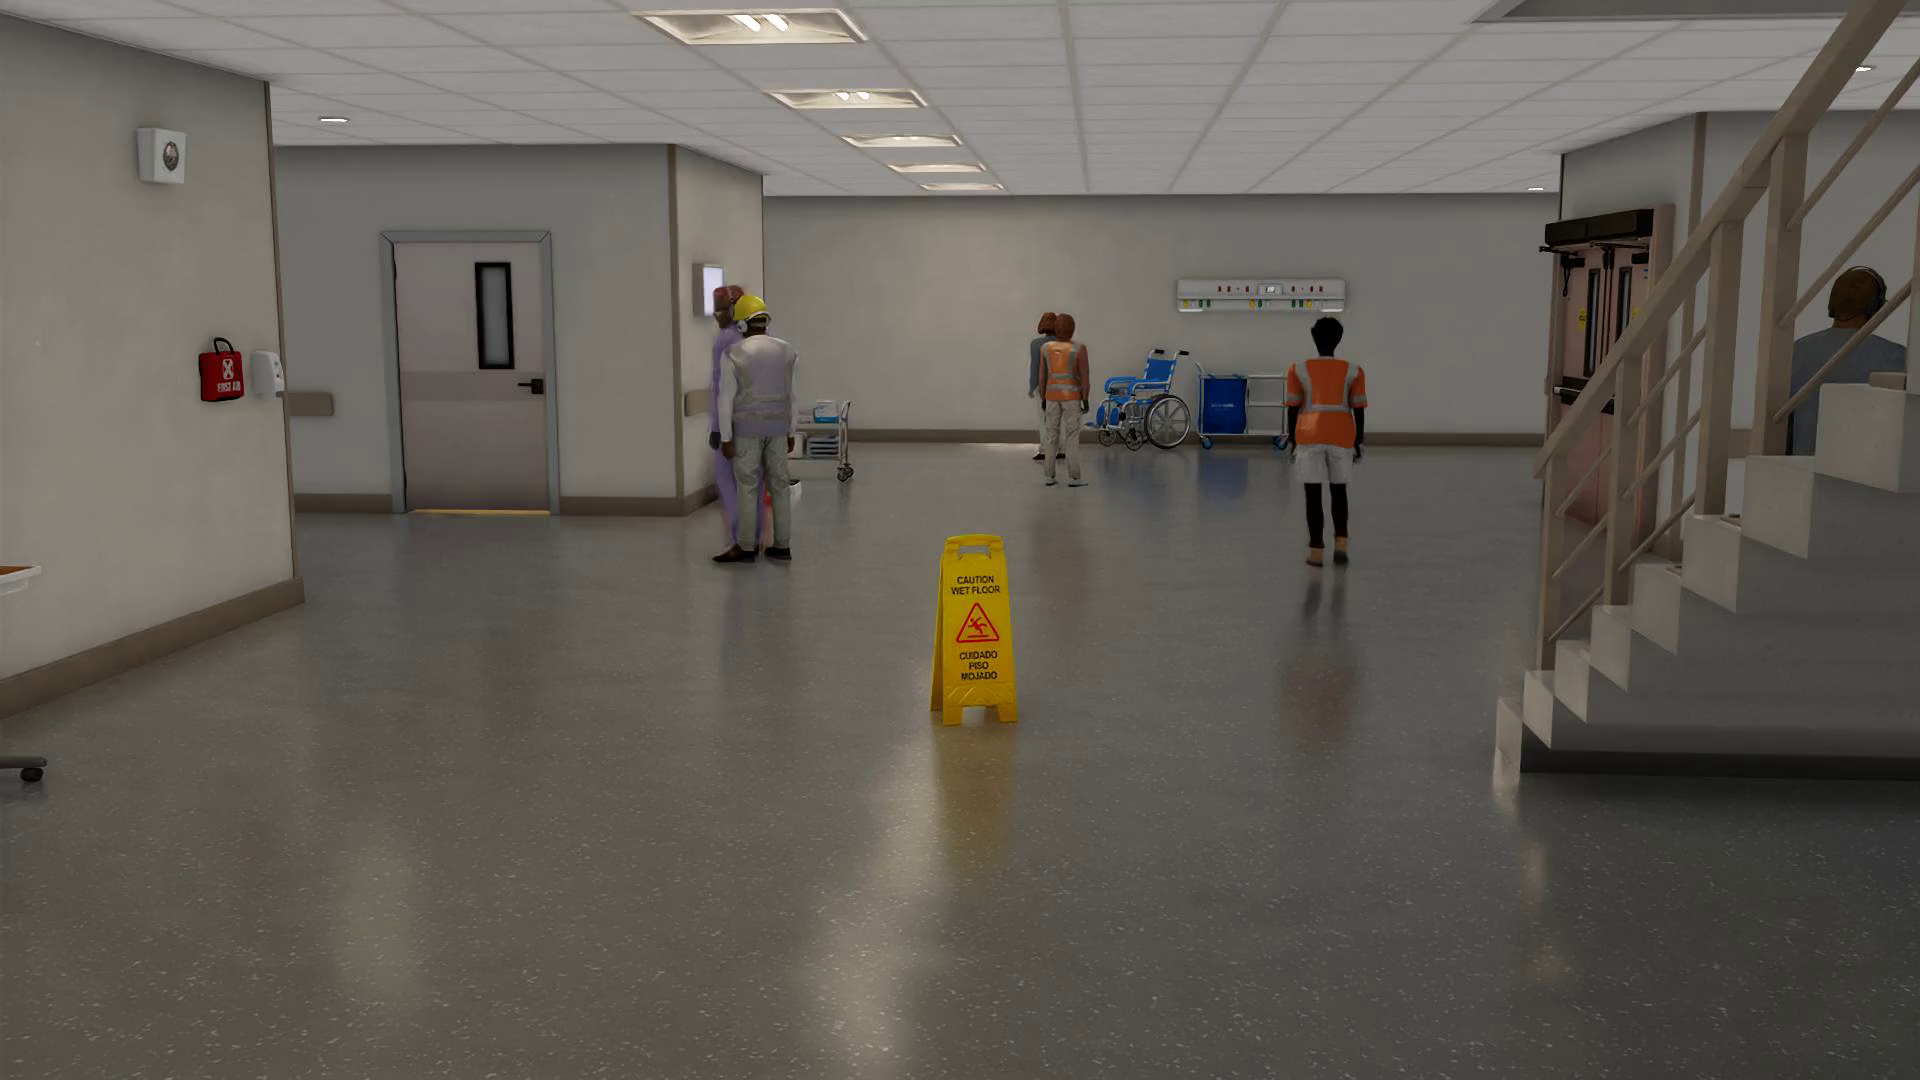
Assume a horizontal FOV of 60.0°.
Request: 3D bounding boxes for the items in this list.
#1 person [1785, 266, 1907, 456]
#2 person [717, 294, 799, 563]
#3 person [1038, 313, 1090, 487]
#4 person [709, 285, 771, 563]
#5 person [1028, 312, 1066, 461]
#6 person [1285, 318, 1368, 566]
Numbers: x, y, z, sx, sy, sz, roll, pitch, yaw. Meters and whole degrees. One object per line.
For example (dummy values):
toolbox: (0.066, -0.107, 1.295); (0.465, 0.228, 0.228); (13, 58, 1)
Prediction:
person: (3.764, -0.192, 7.118); (0.356, 1.937, 0.638); (-5, 10, -28)
person: (-1.376, -0.750, 11.312); (0.593, 1.824, 0.403); (-5, 10, -33)
person: (0.990, -1.324, 15.802); (0.522, 1.645, 0.305); (5, 10, 29)
person: (-1.516, -0.804, 11.480); (0.410, 1.887, 0.873); (4, 9, 23)
person: (0.985, -1.677, 18.244); (0.507, 1.632, 0.265); (-4, 9, -25)
person: (2.463, -0.659, 11.208); (0.539, 1.664, 0.428); (0, 8, 2)
